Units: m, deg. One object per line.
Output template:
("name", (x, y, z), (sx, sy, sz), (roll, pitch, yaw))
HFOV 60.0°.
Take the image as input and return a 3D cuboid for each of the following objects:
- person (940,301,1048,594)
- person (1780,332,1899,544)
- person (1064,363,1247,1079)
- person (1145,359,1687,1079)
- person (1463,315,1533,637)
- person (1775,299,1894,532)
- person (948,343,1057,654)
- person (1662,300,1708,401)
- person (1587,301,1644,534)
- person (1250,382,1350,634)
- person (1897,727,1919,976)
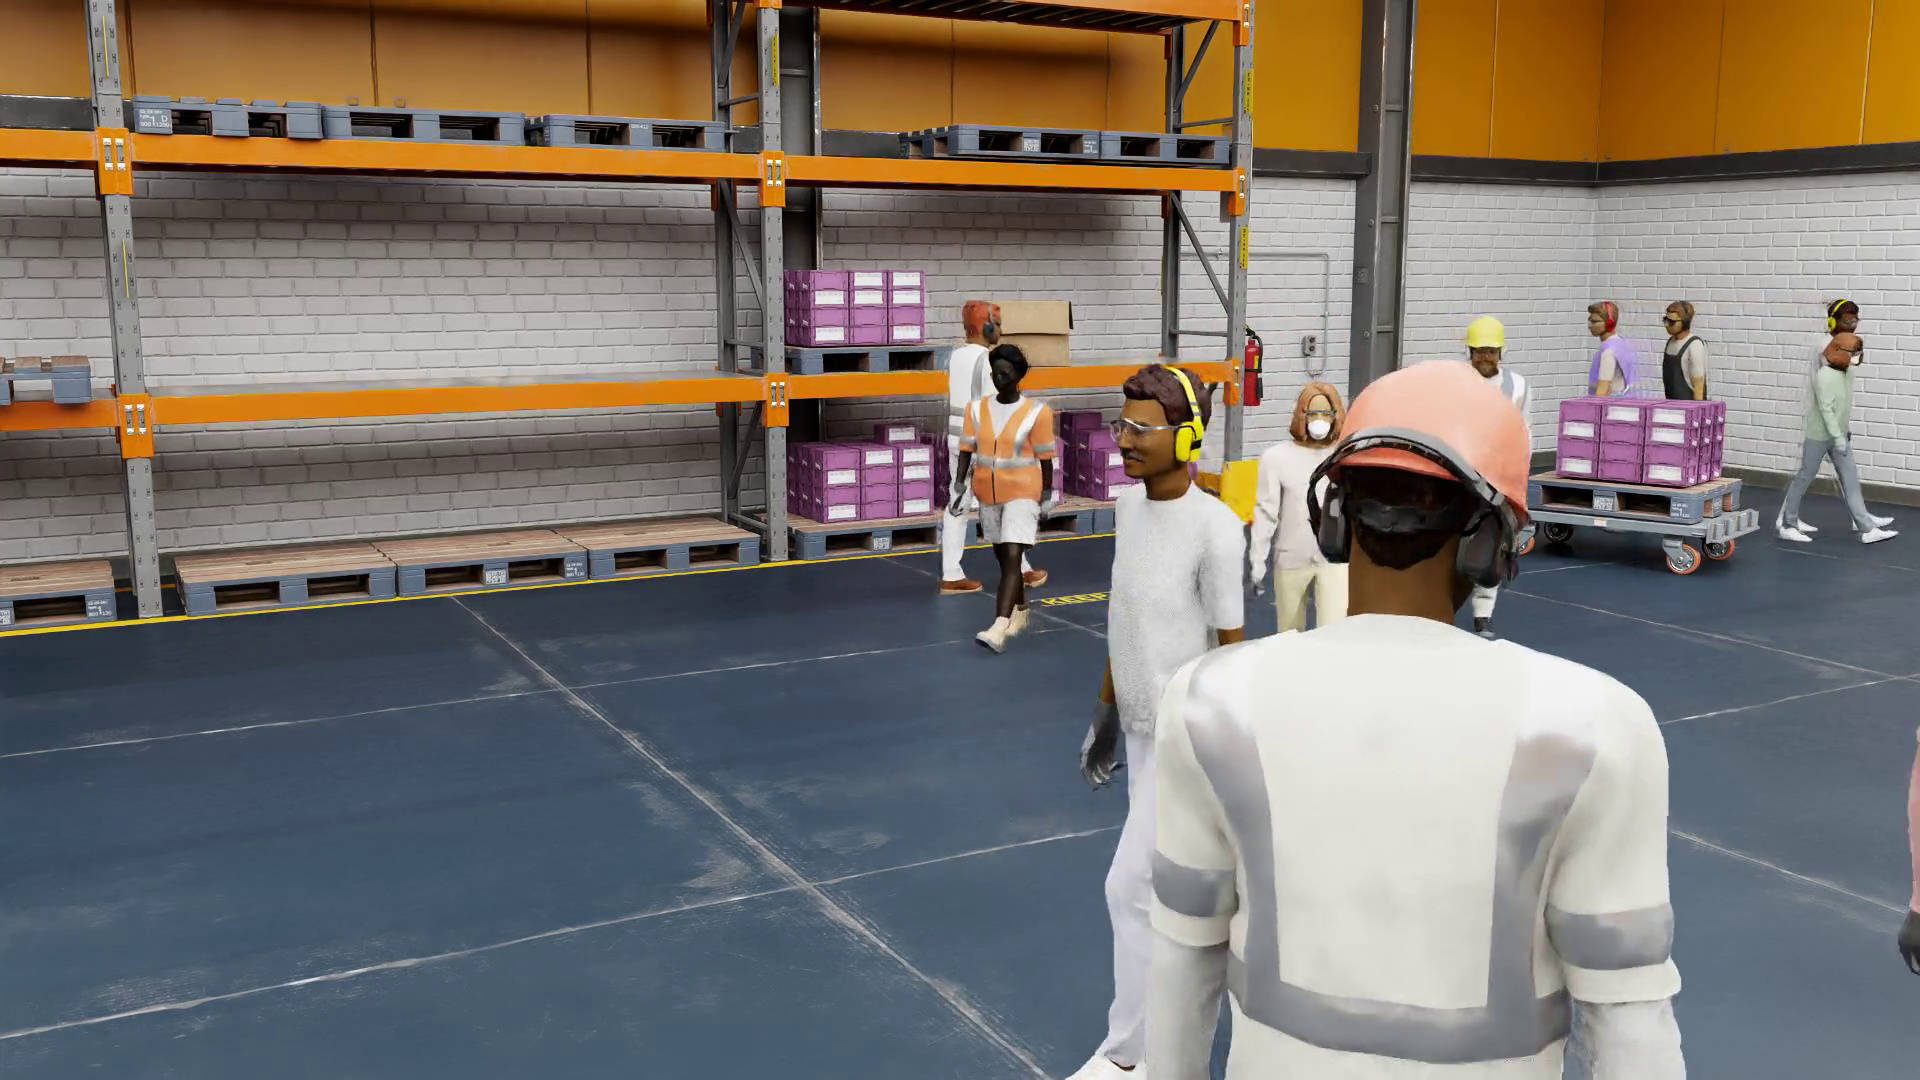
("person", (0.209, -0.582, 10.610), (0.836, 1.854, 0.580), (-7, 12, -36))
("person", (6.519, -0.735, 12.325), (0.503, 1.585, 0.868), (-6, 11, -31))
("person", (0.589, 0.474, 4.174), (0.805, 1.851, 0.503), (-3, 10, -20))
("person", (0.522, 0.776, 1.987), (0.675, 1.973, 1.053), (3, 10, 20))
("person", (2.943, -0.378, 9.489), (0.592, 1.813, 0.600), (1, 9, 7))
("person", (6.826, -0.941, 12.883), (0.857, 1.820, 0.549), (7, 11, 36))
("person", (0.210, -0.228, 9.035), (0.542, 1.654, 0.866), (5, 11, 30))
("person", (5.915, -1.036, 13.477), (0.593, 1.813, 0.544), (0, 9, -3))
("person", (4.925, -0.946, 12.954), (0.924, 1.798, 0.588), (4, 10, 23))
("person", (1.525, 0.097, 7.246), (0.517, 1.594, 0.849), (1, 9, 7))
("person", (2.047, 0.652, 2.953), (0.649, 1.895, 0.567), (1, 9, 8))
